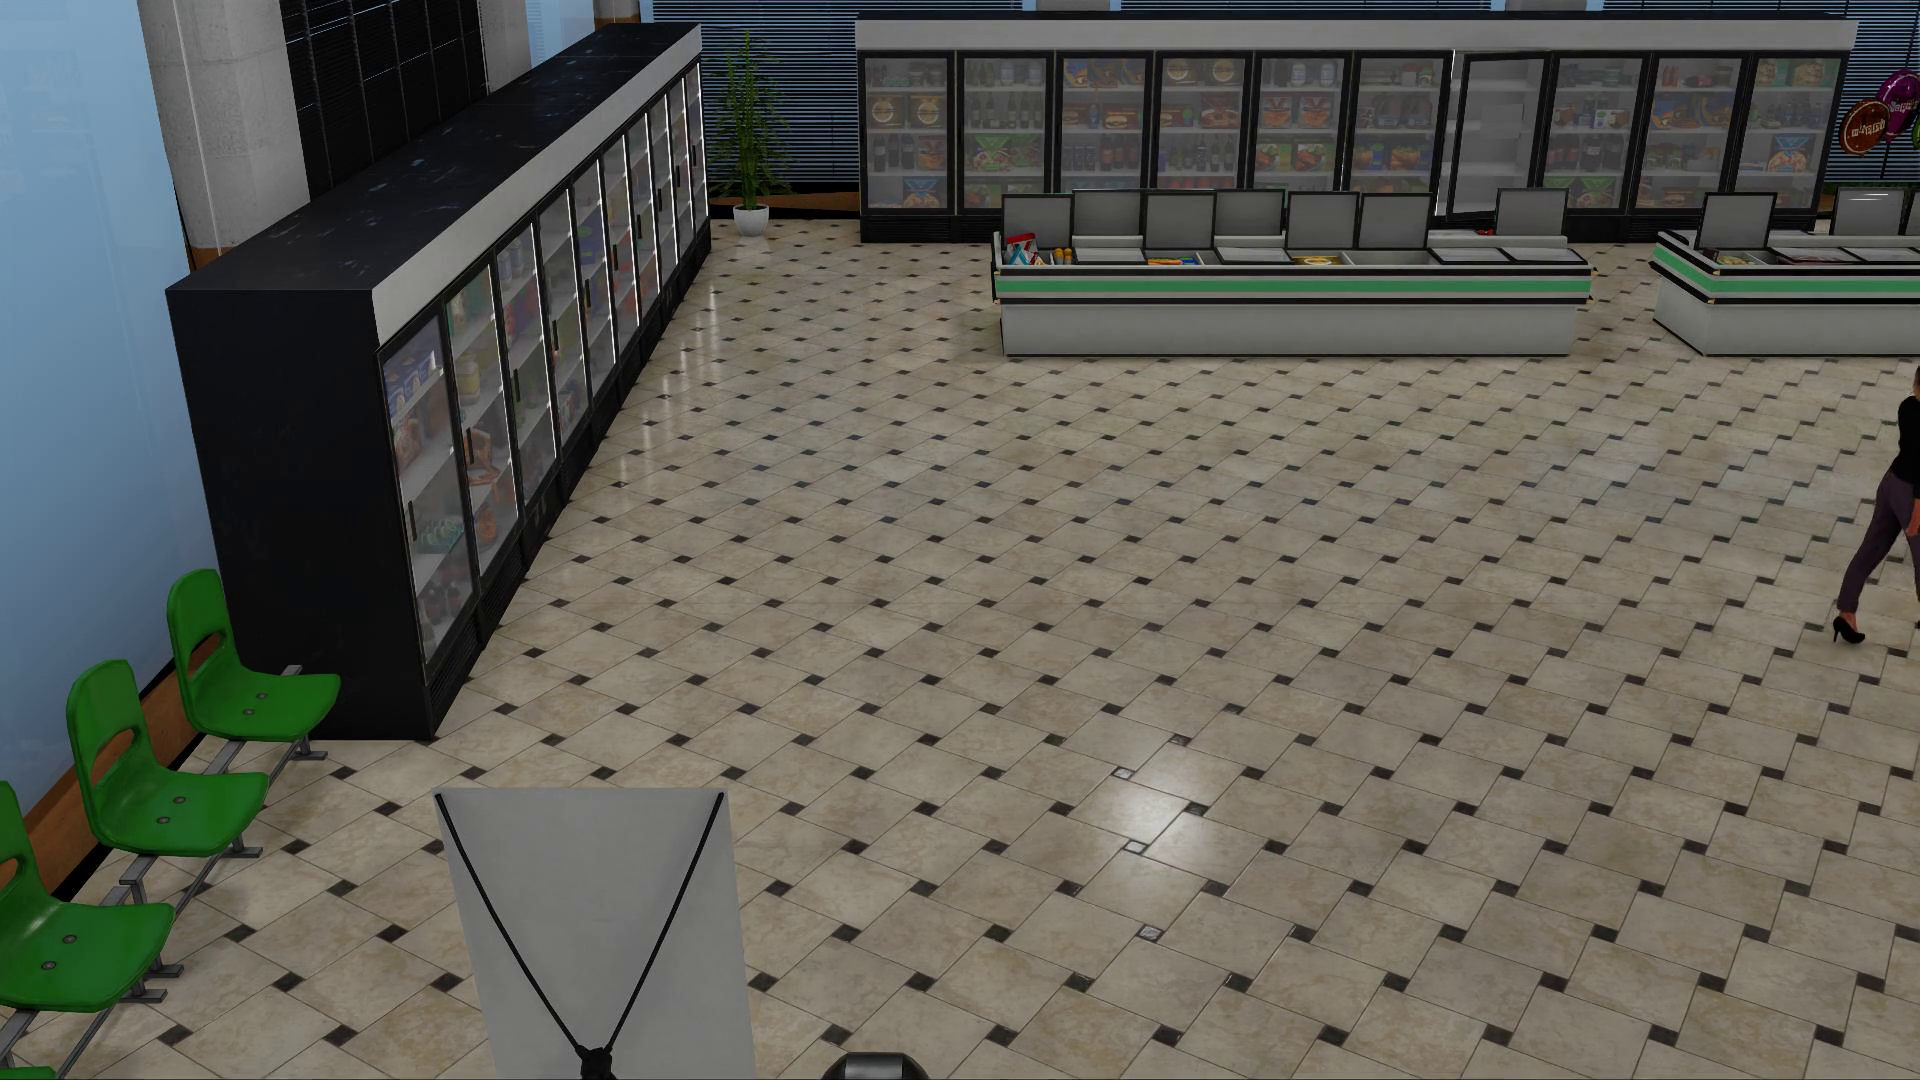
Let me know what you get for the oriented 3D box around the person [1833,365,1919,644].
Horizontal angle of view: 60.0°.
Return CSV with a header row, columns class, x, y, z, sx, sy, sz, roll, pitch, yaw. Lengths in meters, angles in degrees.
class,x,y,z,sx,sy,sz,roll,pitch,yaw
person,4.985,-0.174,8.906,0.878,1.649,0.613,-1,24,-1
